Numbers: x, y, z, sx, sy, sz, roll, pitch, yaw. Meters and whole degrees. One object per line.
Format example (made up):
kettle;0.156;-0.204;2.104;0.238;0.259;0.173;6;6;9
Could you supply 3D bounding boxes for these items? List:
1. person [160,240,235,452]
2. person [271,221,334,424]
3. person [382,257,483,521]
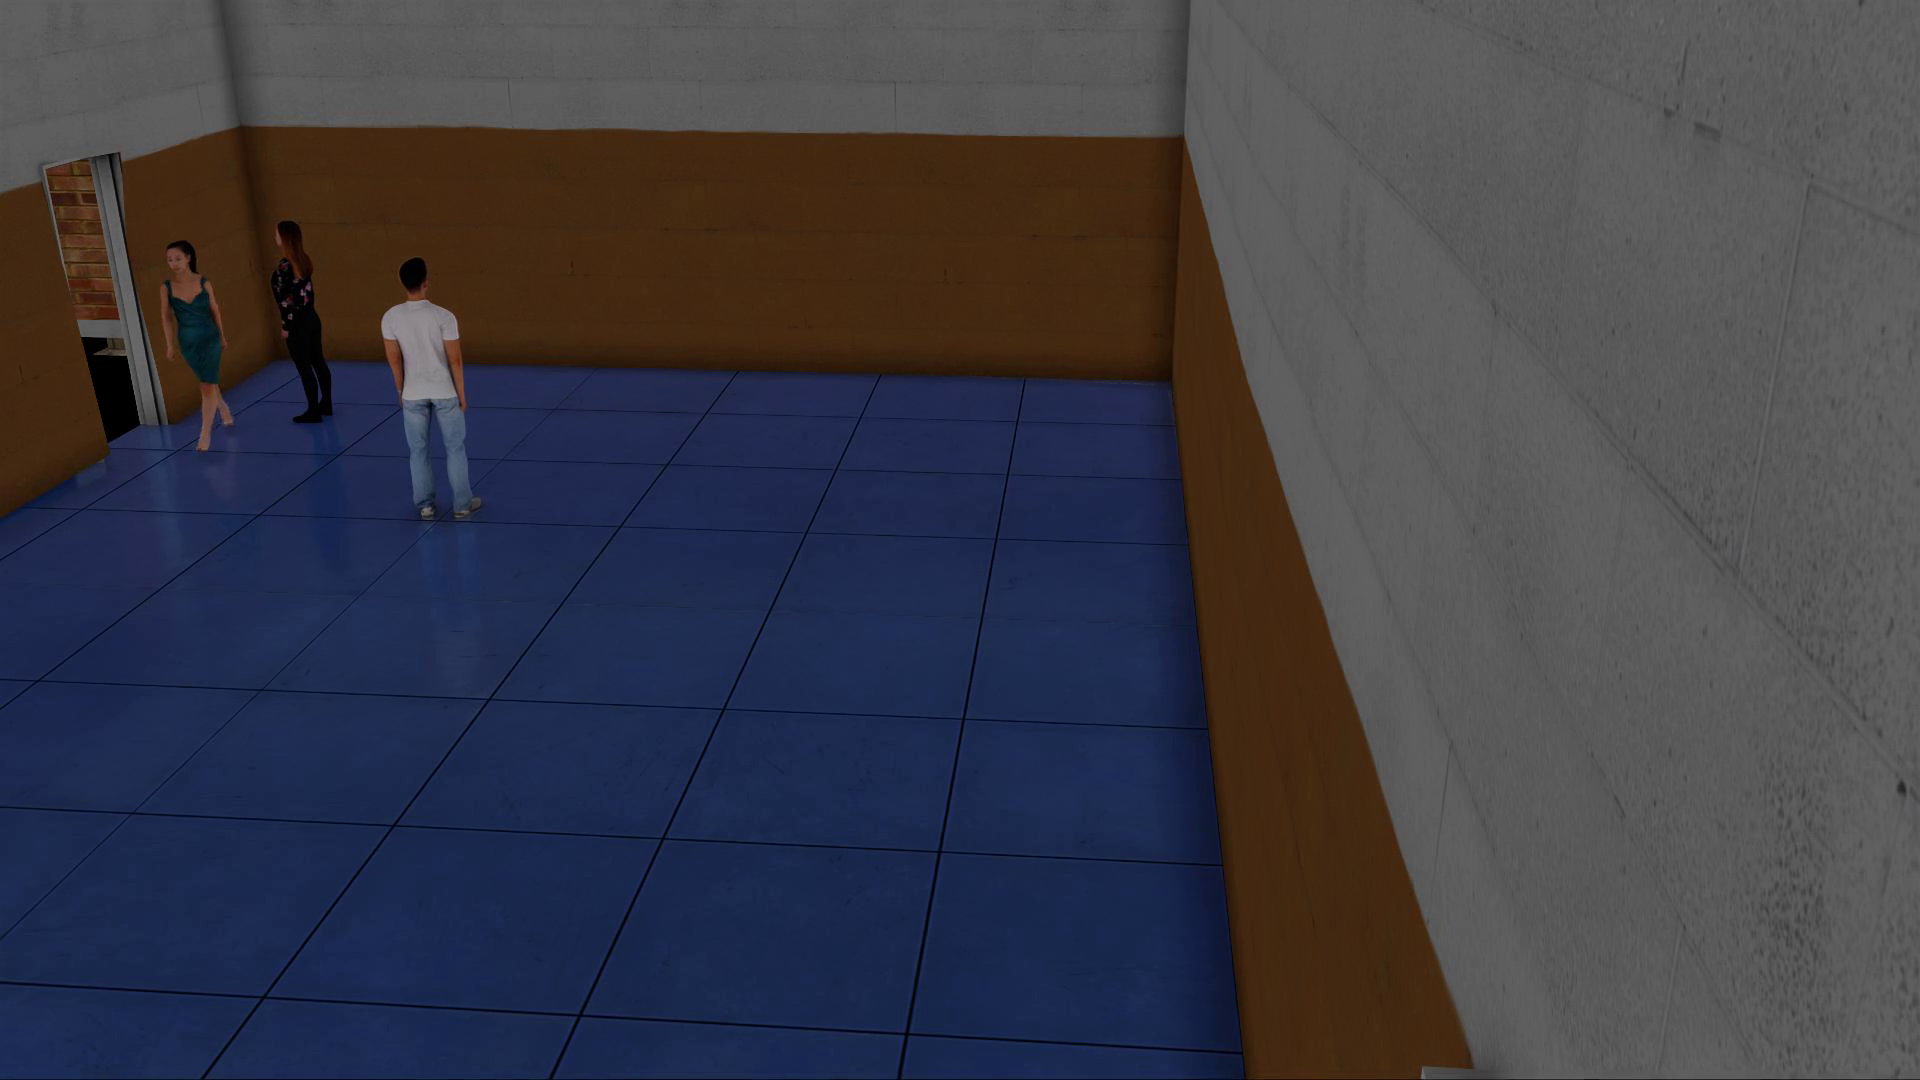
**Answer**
person;-6.005;-1.550;13.217;1.108;1.626;0.817;-5;22;-12
person;-5.459;-1.814;13.799;0.531;1.682;0.589;4;22;10
person;-3.712;-1.051;11.653;0.546;1.867;0.760;-1;22;-3
